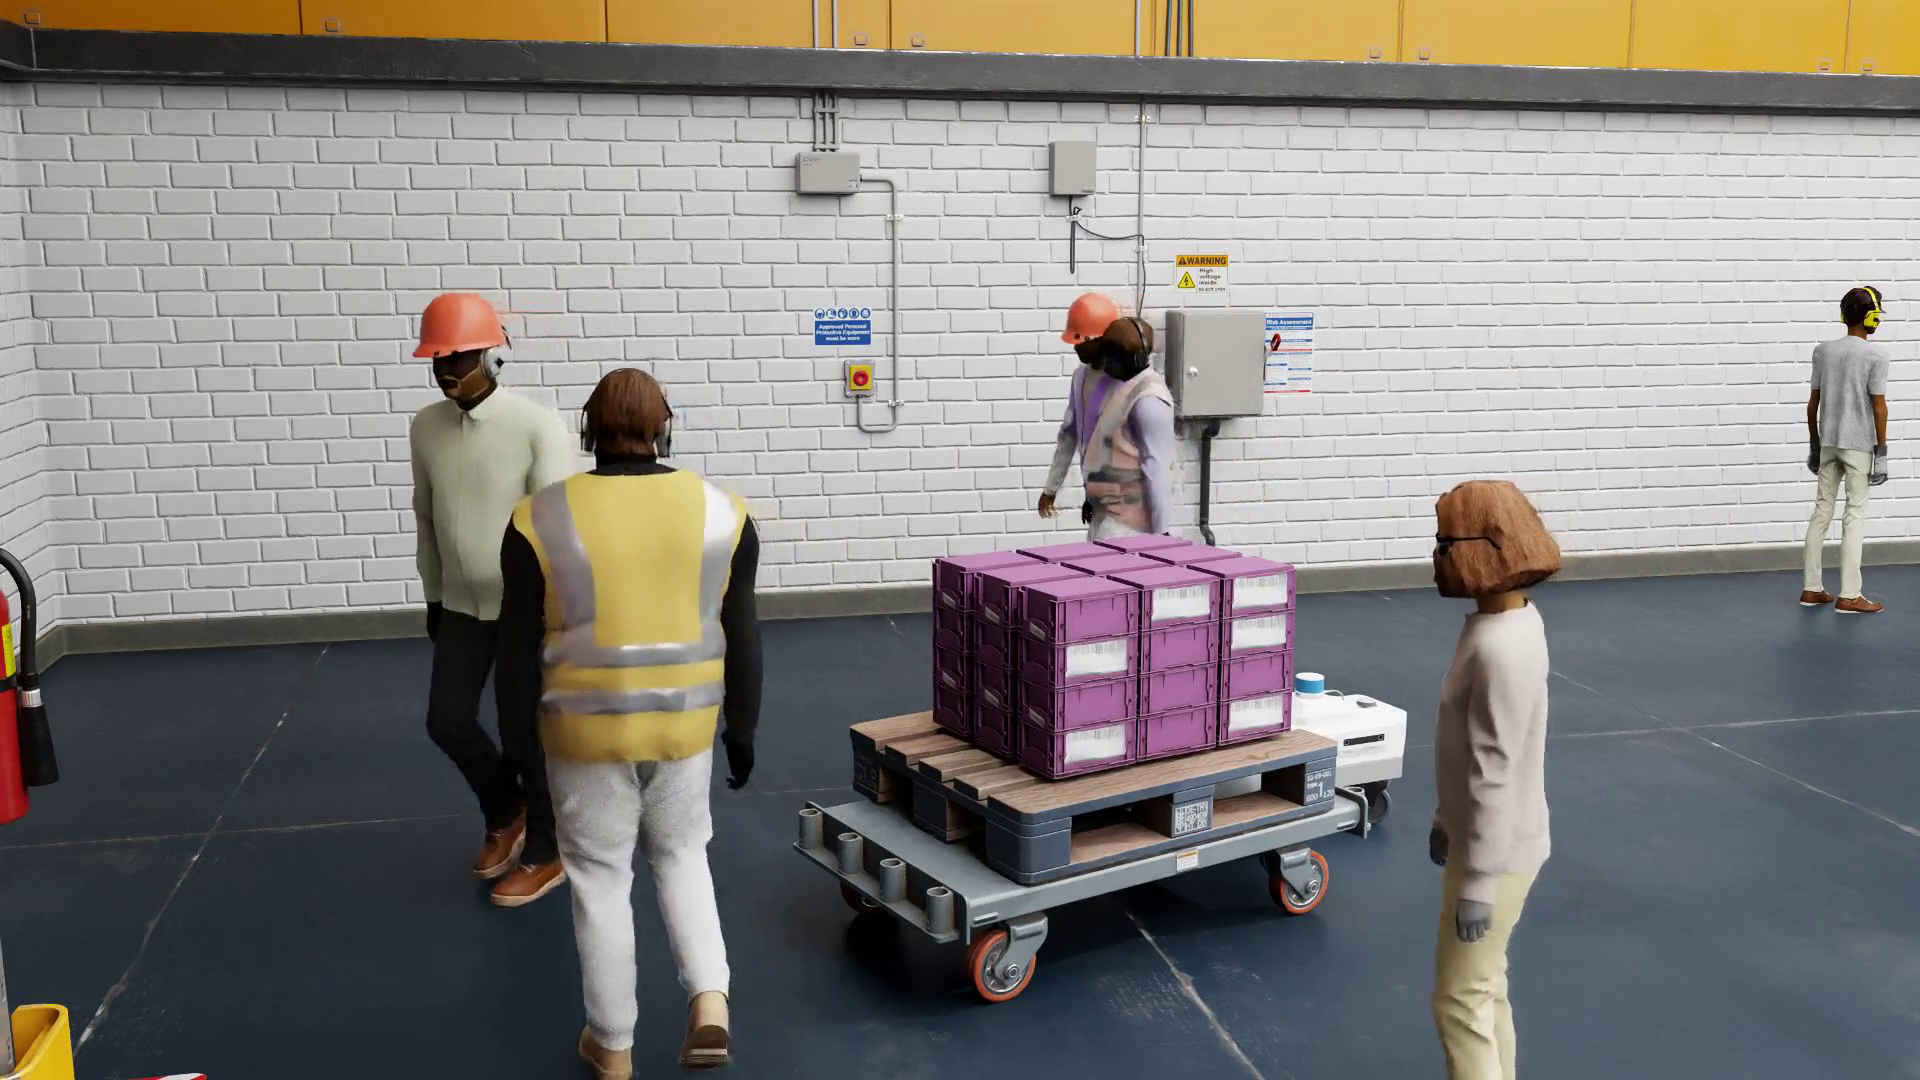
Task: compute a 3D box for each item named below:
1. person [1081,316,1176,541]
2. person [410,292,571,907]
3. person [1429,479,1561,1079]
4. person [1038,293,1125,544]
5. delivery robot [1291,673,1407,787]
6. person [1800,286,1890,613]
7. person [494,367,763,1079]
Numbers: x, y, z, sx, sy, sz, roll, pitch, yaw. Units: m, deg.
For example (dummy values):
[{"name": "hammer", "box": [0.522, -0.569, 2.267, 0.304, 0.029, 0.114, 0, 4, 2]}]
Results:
[{"name": "person", "box": [0.836, -0.148, 7.751, 0.953, 1.799, 0.669, 0, 10, 1]}, {"name": "person", "box": [-1.495, 0.202, 5.295, 0.659, 1.969, 0.453, 4, 11, 20]}, {"name": "person", "box": [1.118, 0.679, 3.617, 0.306, 1.627, 0.520, 3, 11, 17]}, {"name": "person", "box": [0.612, -0.219, 7.857, 0.849, 1.887, 0.630, -4, 11, -19]}, {"name": "delivery robot", "box": [1.269, 0.727, 6.059, 0.707, 0.478, 0.477, -5, 11, -24]}, {"name": "person", "box": [5.112, -0.515, 9.561, 0.329, 1.872, 0.507, -5, 11, -25]}, {"name": "person", "box": [-0.811, 0.490, 4.138, 0.643, 1.826, 0.506, -5, 11, -25]}]
